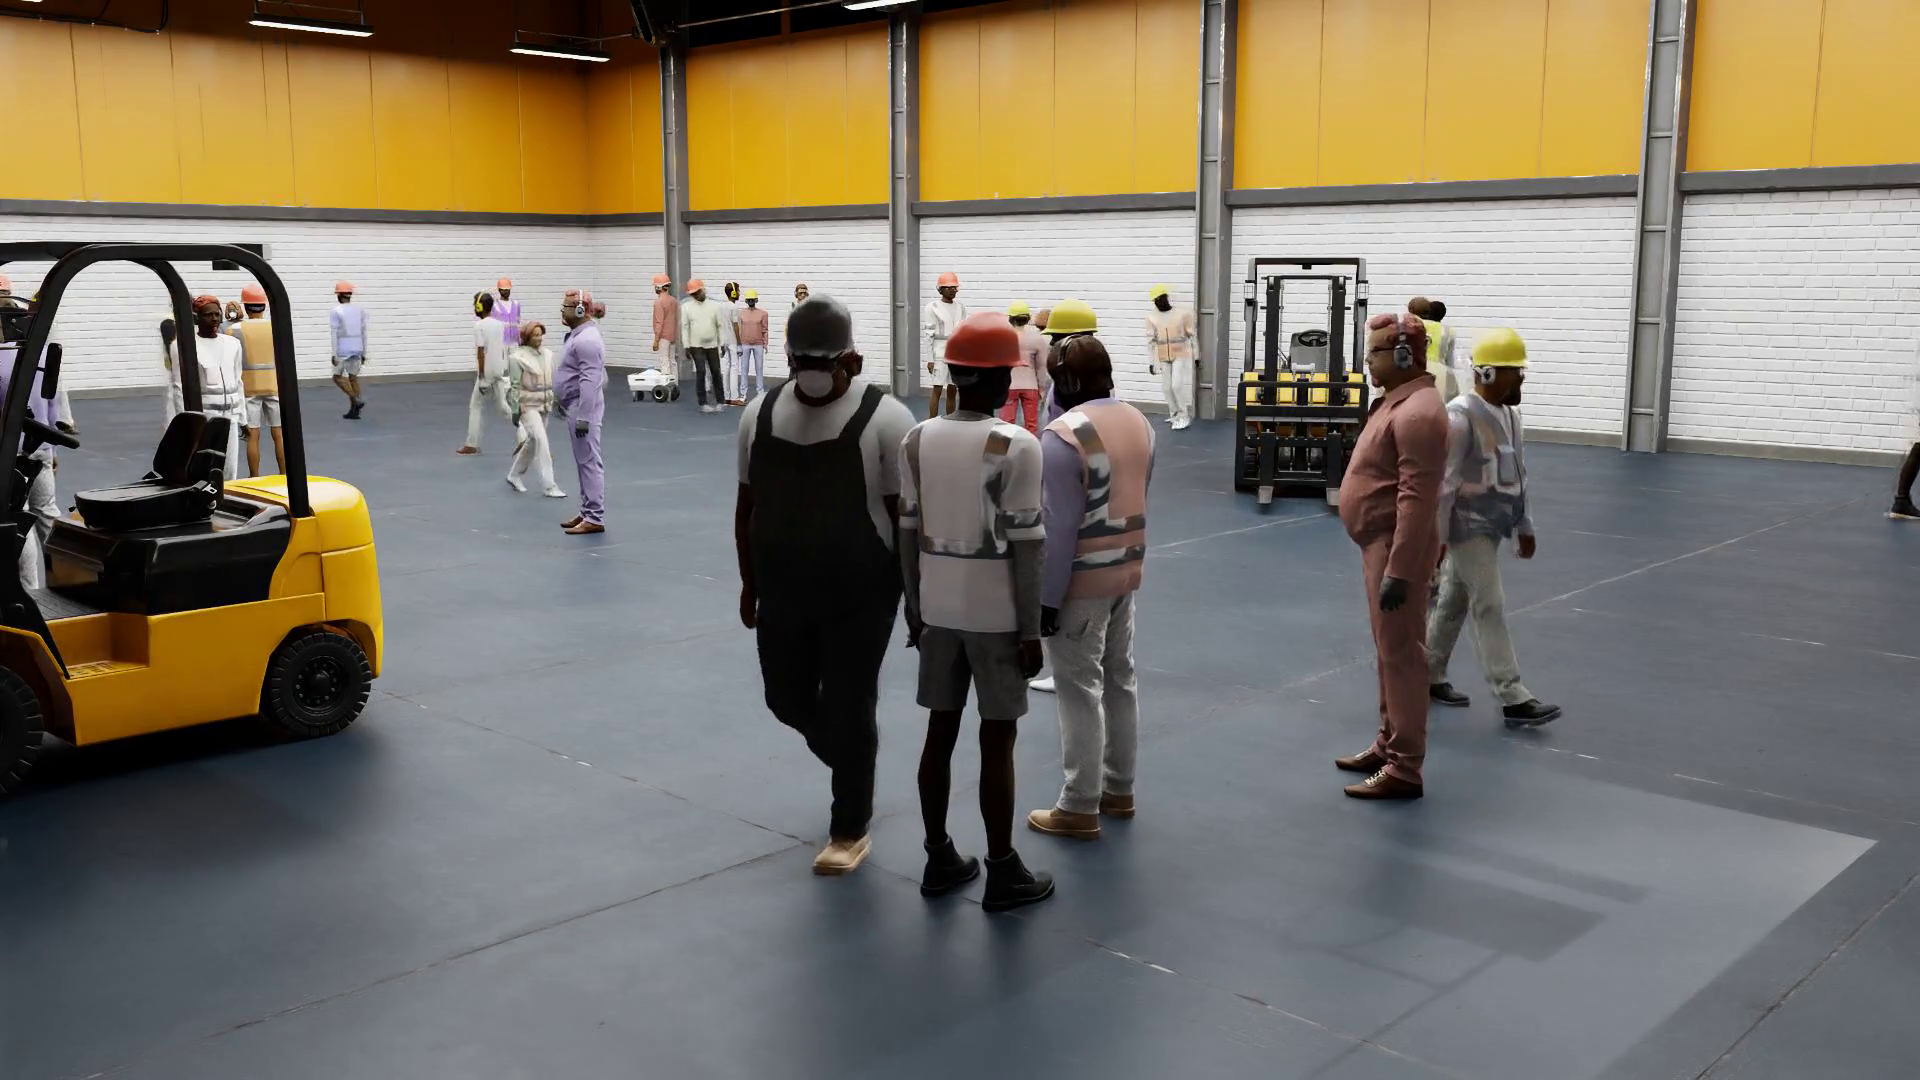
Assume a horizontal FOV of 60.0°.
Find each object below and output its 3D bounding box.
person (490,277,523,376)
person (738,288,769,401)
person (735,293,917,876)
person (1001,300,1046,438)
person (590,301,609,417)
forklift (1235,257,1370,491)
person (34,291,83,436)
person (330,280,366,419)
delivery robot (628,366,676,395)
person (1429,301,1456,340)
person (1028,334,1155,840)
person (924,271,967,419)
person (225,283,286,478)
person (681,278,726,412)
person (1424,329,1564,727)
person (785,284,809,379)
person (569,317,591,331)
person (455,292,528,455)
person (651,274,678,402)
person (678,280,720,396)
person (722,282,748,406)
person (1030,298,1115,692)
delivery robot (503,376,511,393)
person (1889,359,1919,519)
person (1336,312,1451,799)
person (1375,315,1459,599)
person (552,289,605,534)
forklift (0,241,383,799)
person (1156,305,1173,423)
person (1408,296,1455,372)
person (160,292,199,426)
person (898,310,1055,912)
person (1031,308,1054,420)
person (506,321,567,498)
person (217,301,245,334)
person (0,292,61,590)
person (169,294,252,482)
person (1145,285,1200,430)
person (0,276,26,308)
[{"bbox_3d":[-7.172,-3.179,26.317,0.552,1.937,0.356,-8,12,-41],"label":"person"},{"bbox_3d":[-3.257,-3.048,26.042,0.525,1.769,0.310,-1,9,-8],"label":"person"},{"bbox_3d":[-0.443,0.106,5.862,0.723,2.000,0.758,3,10,18],"label":"person"},{"bbox_3d":[0.581,-1.460,16.307,0.533,1.769,0.316,-1,9,-5],"label":"person"},{"bbox_3d":[-5.091,-2.525,23.262,0.364,1.623,0.537,-2,9,-10],"label":"person"},{"bbox_3d":[3.309,-1.629,16.029,1.214,2.155,2.313,2,9,11],"label":"forklift"},{"bbox_3d":[-11.418,-2.204,20.715,0.973,1.831,0.513,4,10,25],"label":"person"},{"bbox_3d":[-8.384,-2.601,22.819,0.469,1.918,0.563,6,11,33],"label":"person"},{"bbox_3d":[-4.817,-2.482,25.987,0.707,0.478,0.477,2,10,15],"label":"delivery robot"},{"bbox_3d":[5.688,-2.006,19.889,0.537,1.693,0.320,-5,11,-29],"label":"person"},{"bbox_3d":[0.455,0.169,6.107,0.429,1.835,0.627,7,12,36],"label":"person"},{"bbox_3d":[-0.145,-2.208,20.044,0.605,2.044,0.375,-7,12,-37],"label":"person"},{"bbox_3d":[-6.379,-1.364,15.176,0.547,1.942,0.350,-5,11,-28],"label":"person"},{"bbox_3d":[-3.694,-2.804,24.021,0.625,1.947,0.427,-3,10,-18],"label":"person"},{"bbox_3d":[2.472,-0.059,7.624,0.876,1.788,0.617,8,12,41],"label":"person"},{"bbox_3d":[-2.444,-3.032,25.703,0.517,1.843,0.325,-4,10,-25],"label":"person"},{"bbox_3d":[-6.931,-3.723,30.628,0.499,1.619,0.617,-2,9,-9],"label":"person"},{"bbox_3d":[-5.190,-1.843,18.493,0.968,1.830,0.546,4,10,23],"label":"person"},{"bbox_3d":[-4.623,-3.154,25.986,0.379,1.996,0.610,3,10,16],"label":"person"},{"bbox_3d":[-4.315,-3.305,27.241,0.663,1.890,0.778,-7,11,-35],"label":"person"},{"bbox_3d":[-3.435,-2.960,25.178,0.328,1.873,0.517,-6,11,-35],"label":"person"},{"bbox_3d":[0.552,-0.212,8.156,0.366,1.926,0.594,4,10,24],"label":"person"},{"bbox_3d":[-6.704,-2.367,25.284,0.477,0.478,0.707,-7,11,-35],"label":"delivery robot"},{"bbox_3d":[8.118,-1.096,13.550,0.889,1.928,0.633,5,11,28],"label":"person"},{"bbox_3d":[1.692,0.062,6.551,0.403,1.906,0.656,2,9,10],"label":"person"},{"bbox_3d":[2.882,-0.524,10.514,0.595,1.794,0.880,-3,10,-19],"label":"person"},{"bbox_3d":[-2.989,-1.005,13.072,0.407,1.913,0.641,-3,10,-17],"label":"person"},{"bbox_3d":[-3.706,-0.171,7.093,1.214,2.155,2.313,9,13,43],"label":"forklift"},{"bbox_3d":[2.840,-2.369,22.326,0.458,1.610,0.534,1,9,3],"label":"person"},{"bbox_3d":[4.517,-1.461,16.197,0.650,1.814,0.784,0,9,0],"label":"person"},{"bbox_3d":[-9.072,-2.025,19.605,0.695,1.816,0.655,1,9,4],"label":"person"},{"bbox_3d":[0.058,0.230,5.418,0.547,1.938,0.379,7,12,37],"label":"person"},{"bbox_3d":[0.965,-1.862,19.214,0.517,1.617,0.394,7,12,37],"label":"person"},{"bbox_3d":[-3.924,-1.204,15.223,0.825,1.604,0.514,5,11,28],"label":"person"},{"bbox_3d":[-9.900,-2.451,22.784,0.507,1.632,0.264,-3,10,-19],"label":"person"},{"bbox_3d":[-5.621,-0.501,9.906,0.372,1.936,0.629,2,10,15],"label":"person"},{"bbox_3d":[-5.564,-0.882,12.396,0.343,1.882,0.586,5,11,30],"label":"person"},{"bbox_3d":[2.703,-2.324,21.303,0.685,1.869,0.583,5,10,27],"label":"person"},{"bbox_3d":[-12.540,-2.473,21.857,1.048,1.993,0.614,8,12,42],"label":"person"}]
